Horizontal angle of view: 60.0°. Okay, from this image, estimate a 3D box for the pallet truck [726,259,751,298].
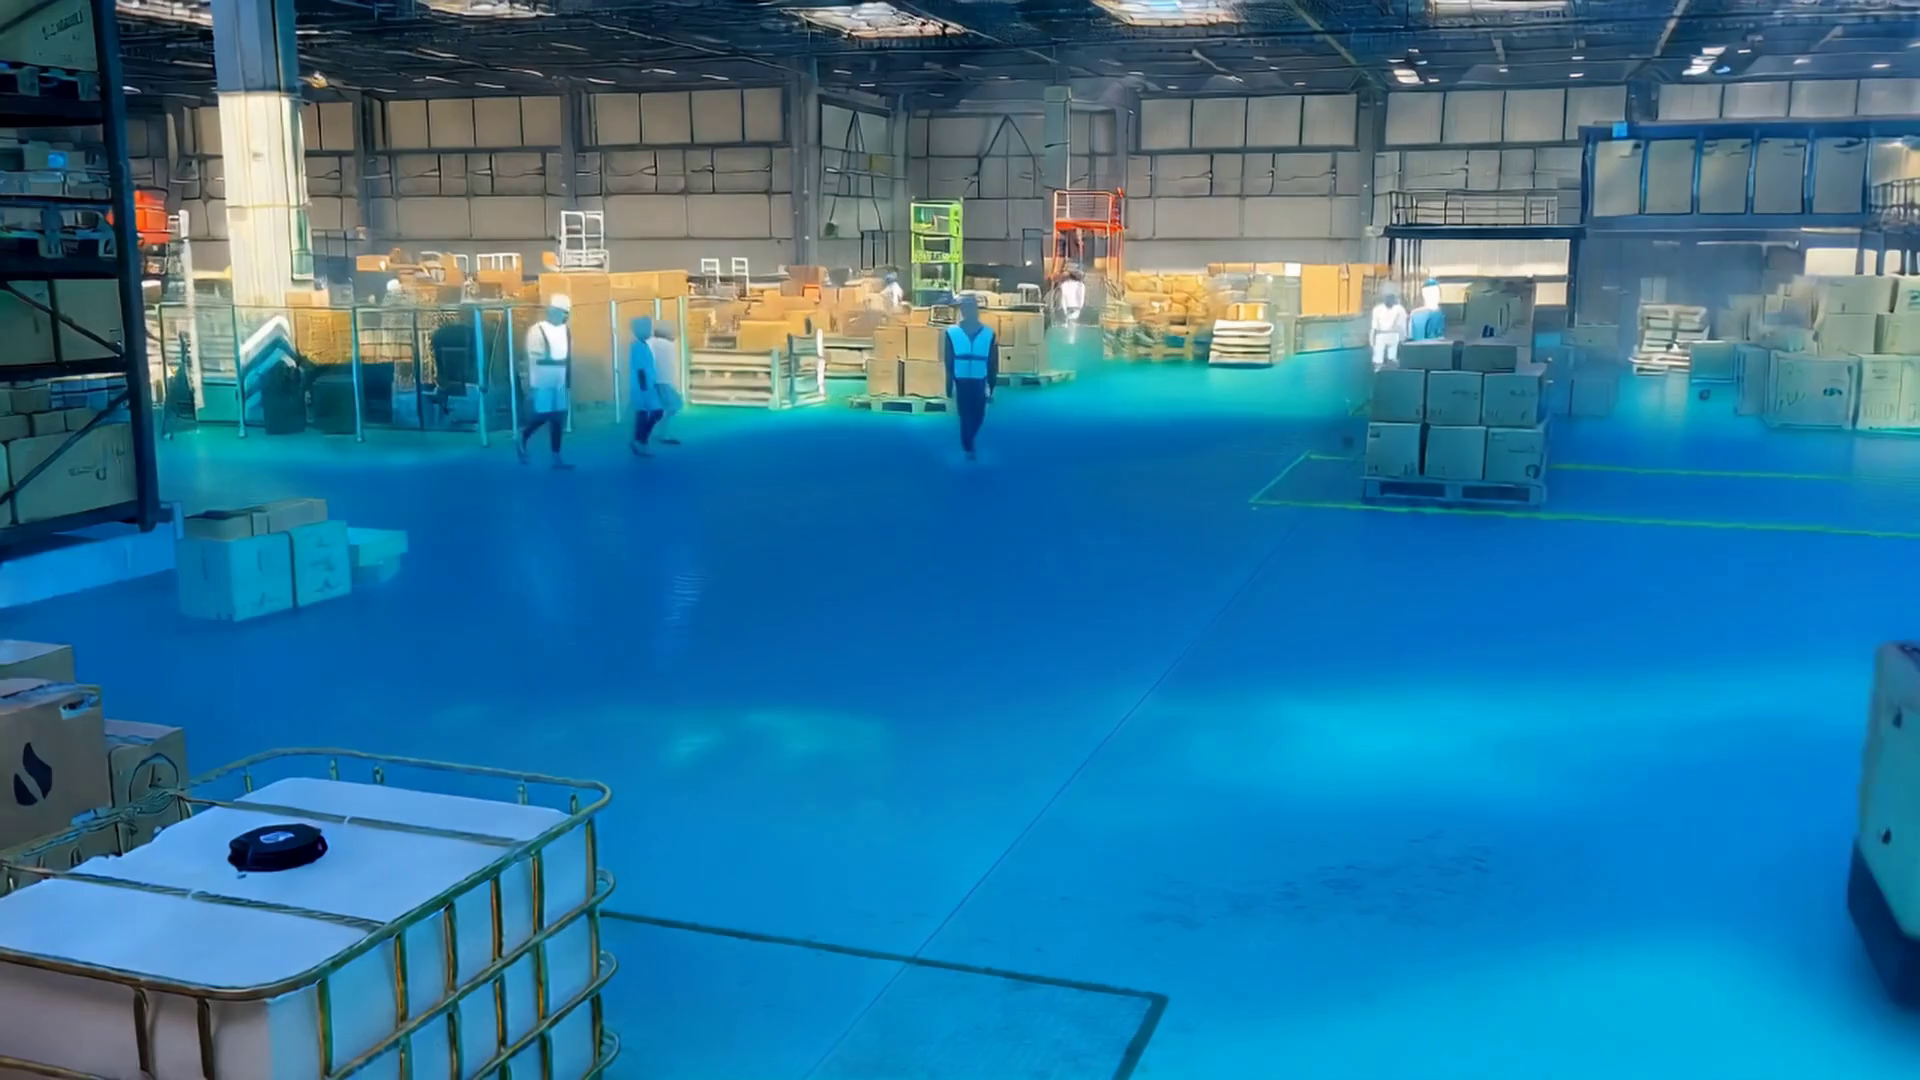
[{"bbox_3d":[-7.986,-9.493,62.019,0.823,1.965,1.885,3,11,17],"label":"pallet truck"}]

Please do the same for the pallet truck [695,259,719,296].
[{"bbox_3d":[-9.165,-9.627,62.776,0.823,1.965,1.885,4,11,23],"label":"pallet truck"}]

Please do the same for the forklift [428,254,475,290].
[{"bbox_3d":[-20.133,-10.254,65.465,1.157,1.987,2.680,3,11,19],"label":"forklift"}]

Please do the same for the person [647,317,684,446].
[{"bbox_3d":[-3.709,-1.961,20.668,0.465,1.610,0.518,-5,11,-27],"label":"person"}]

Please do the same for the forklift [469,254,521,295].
[{"bbox_3d":[-17.990,-10.121,64.684,1.157,1.987,2.680,3,11,17],"label":"forklift"}]

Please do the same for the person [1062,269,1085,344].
[{"bbox_3d":[2.859,-5.945,42.383,0.545,1.902,0.988,3,11,19],"label":"person"}]

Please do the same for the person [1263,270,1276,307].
[{"bbox_3d":[10.153,-8.054,54.768,0.512,1.694,0.839,-7,12,-34],"label":"person"}]

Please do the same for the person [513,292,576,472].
[{"bbox_3d":[-4.637,-1.762,18.559,0.835,1.989,0.656,6,12,31],"label":"person"}]

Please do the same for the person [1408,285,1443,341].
[{"bbox_3d":[6.438,-2.536,22.949,0.392,1.957,0.607,-5,11,-26],"label":"person"}]

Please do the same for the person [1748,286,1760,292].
[{"bbox_3d":[27.445,-8.514,57.536,0.497,1.625,0.287,6,12,30],"label":"person"}]

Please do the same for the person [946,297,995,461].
[{"bbox_3d":[0.112,-1.897,19.530,0.595,1.900,0.713,-2,10,-11],"label":"person"}]

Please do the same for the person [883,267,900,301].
[{"bbox_3d":[-1.549,-5.116,37.407,0.404,1.996,0.619,-1,10,-7],"label":"person"}]

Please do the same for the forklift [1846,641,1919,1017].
[{"bbox_3d":[4.024,0.151,5.223,1.873,2.768,1.129,3,11,19],"label":"forklift"}]

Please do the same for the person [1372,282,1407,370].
[{"bbox_3d":[6.683,-3.052,25.970,0.552,1.923,0.470,4,11,24],"label":"person"}]

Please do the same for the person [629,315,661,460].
[{"bbox_3d":[-3.663,-1.762,19.330,0.366,1.685,0.551,-2,10,-12],"label":"person"}]
